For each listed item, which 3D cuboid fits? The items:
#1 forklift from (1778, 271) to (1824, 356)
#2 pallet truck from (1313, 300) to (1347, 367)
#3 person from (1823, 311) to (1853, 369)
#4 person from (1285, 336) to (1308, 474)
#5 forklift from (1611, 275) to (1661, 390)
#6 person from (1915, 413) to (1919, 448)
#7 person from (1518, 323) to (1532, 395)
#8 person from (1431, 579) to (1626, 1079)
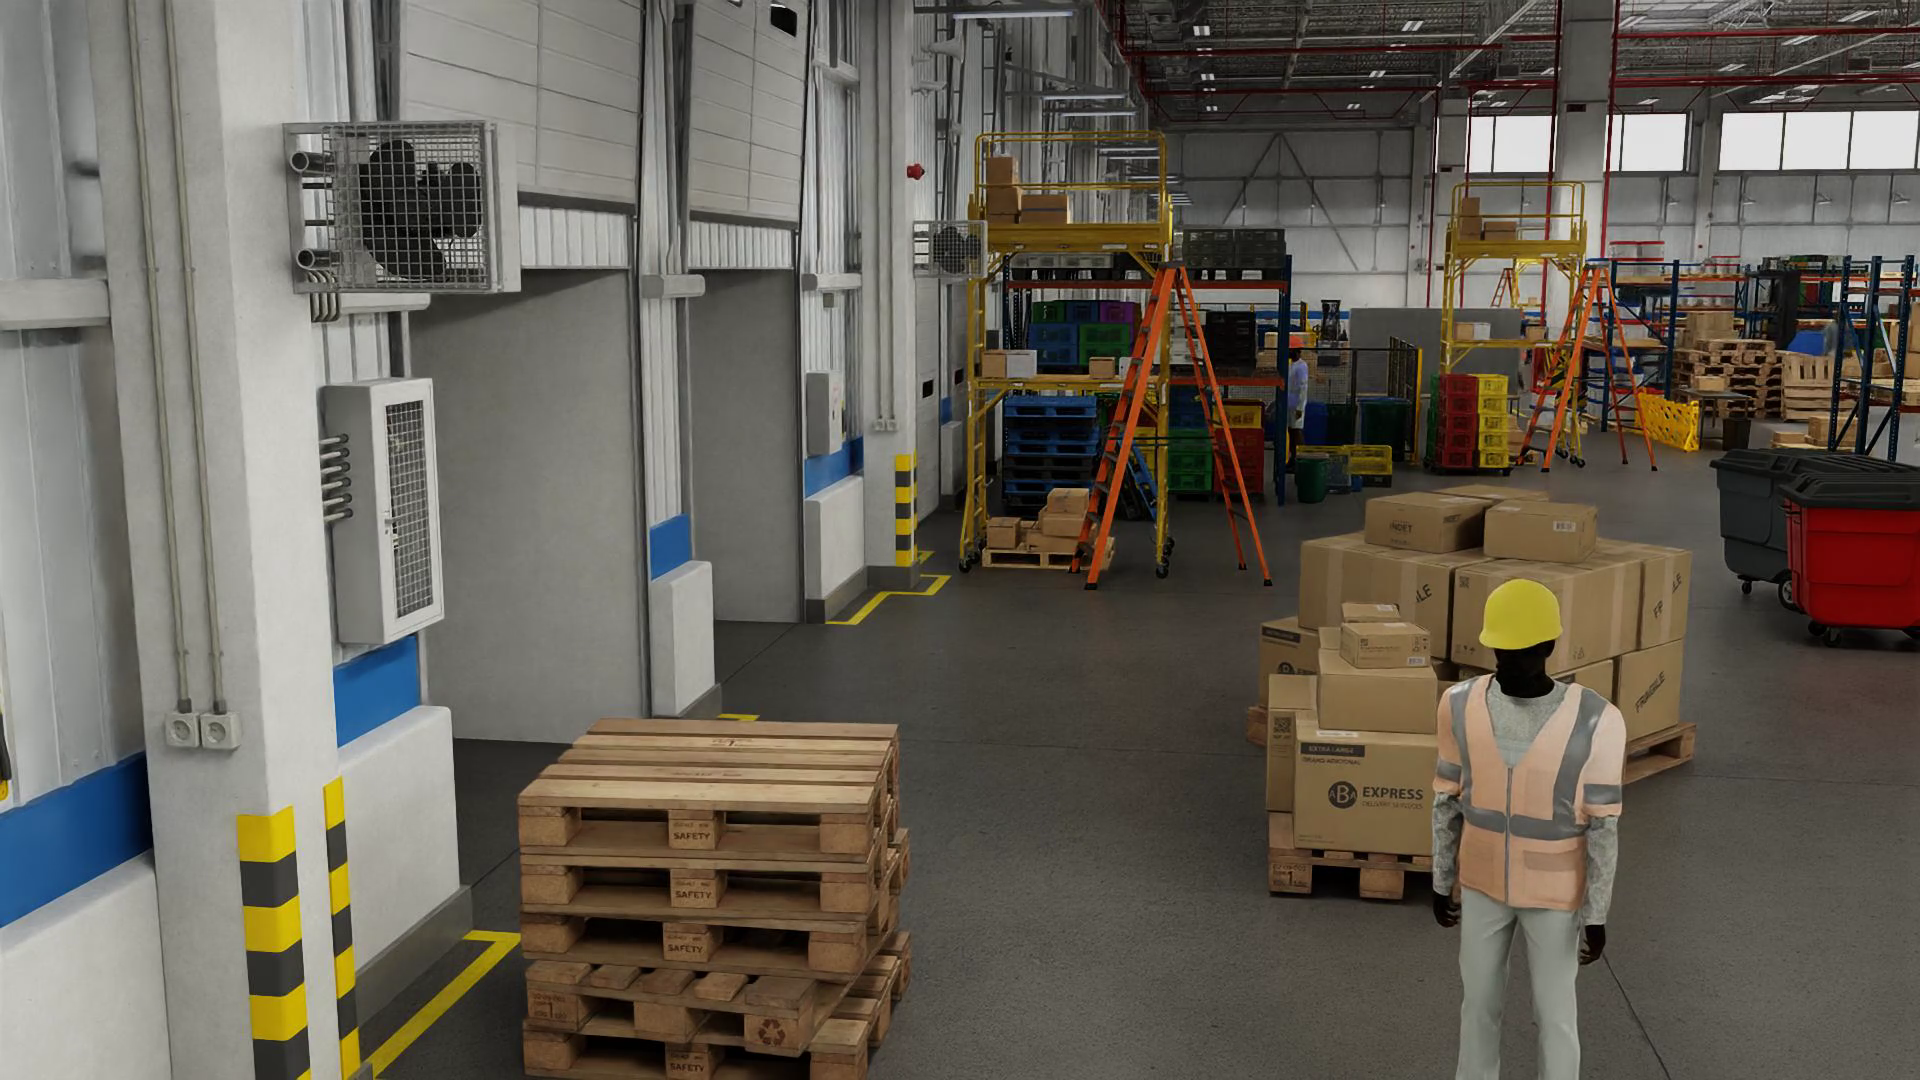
[{"bbox_3d":[23.922,-6.368,48.042,1.873,2.768,1.129,1,9,9],"label":"forklift"},{"bbox_3d":[11.159,-6.200,49.718,0.823,1.965,1.885,4,10,26],"label":"pallet truck"},{"bbox_3d":[20.387,-4.348,38.559,0.630,1.921,0.594,-1,9,-5],"label":"person"},{"bbox_3d":[4.675,-1.897,23.367,0.365,1.935,0.552,-1,9,-7],"label":"person"},{"bbox_3d":[15.642,-4.927,39.155,1.873,2.768,1.129,5,10,28],"label":"forklift"},{"bbox_3d":[15.598,-2.337,26.693,0.484,1.739,0.319,-9,13,-44],"label":"person"},{"bbox_3d":[12.767,-4.105,37.852,0.879,1.643,0.551,-5,11,-30],"label":"person"},{"bbox_3d":[1.730,1.065,5.168,0.585,1.919,0.397,7,12,37],"label":"person"}]
